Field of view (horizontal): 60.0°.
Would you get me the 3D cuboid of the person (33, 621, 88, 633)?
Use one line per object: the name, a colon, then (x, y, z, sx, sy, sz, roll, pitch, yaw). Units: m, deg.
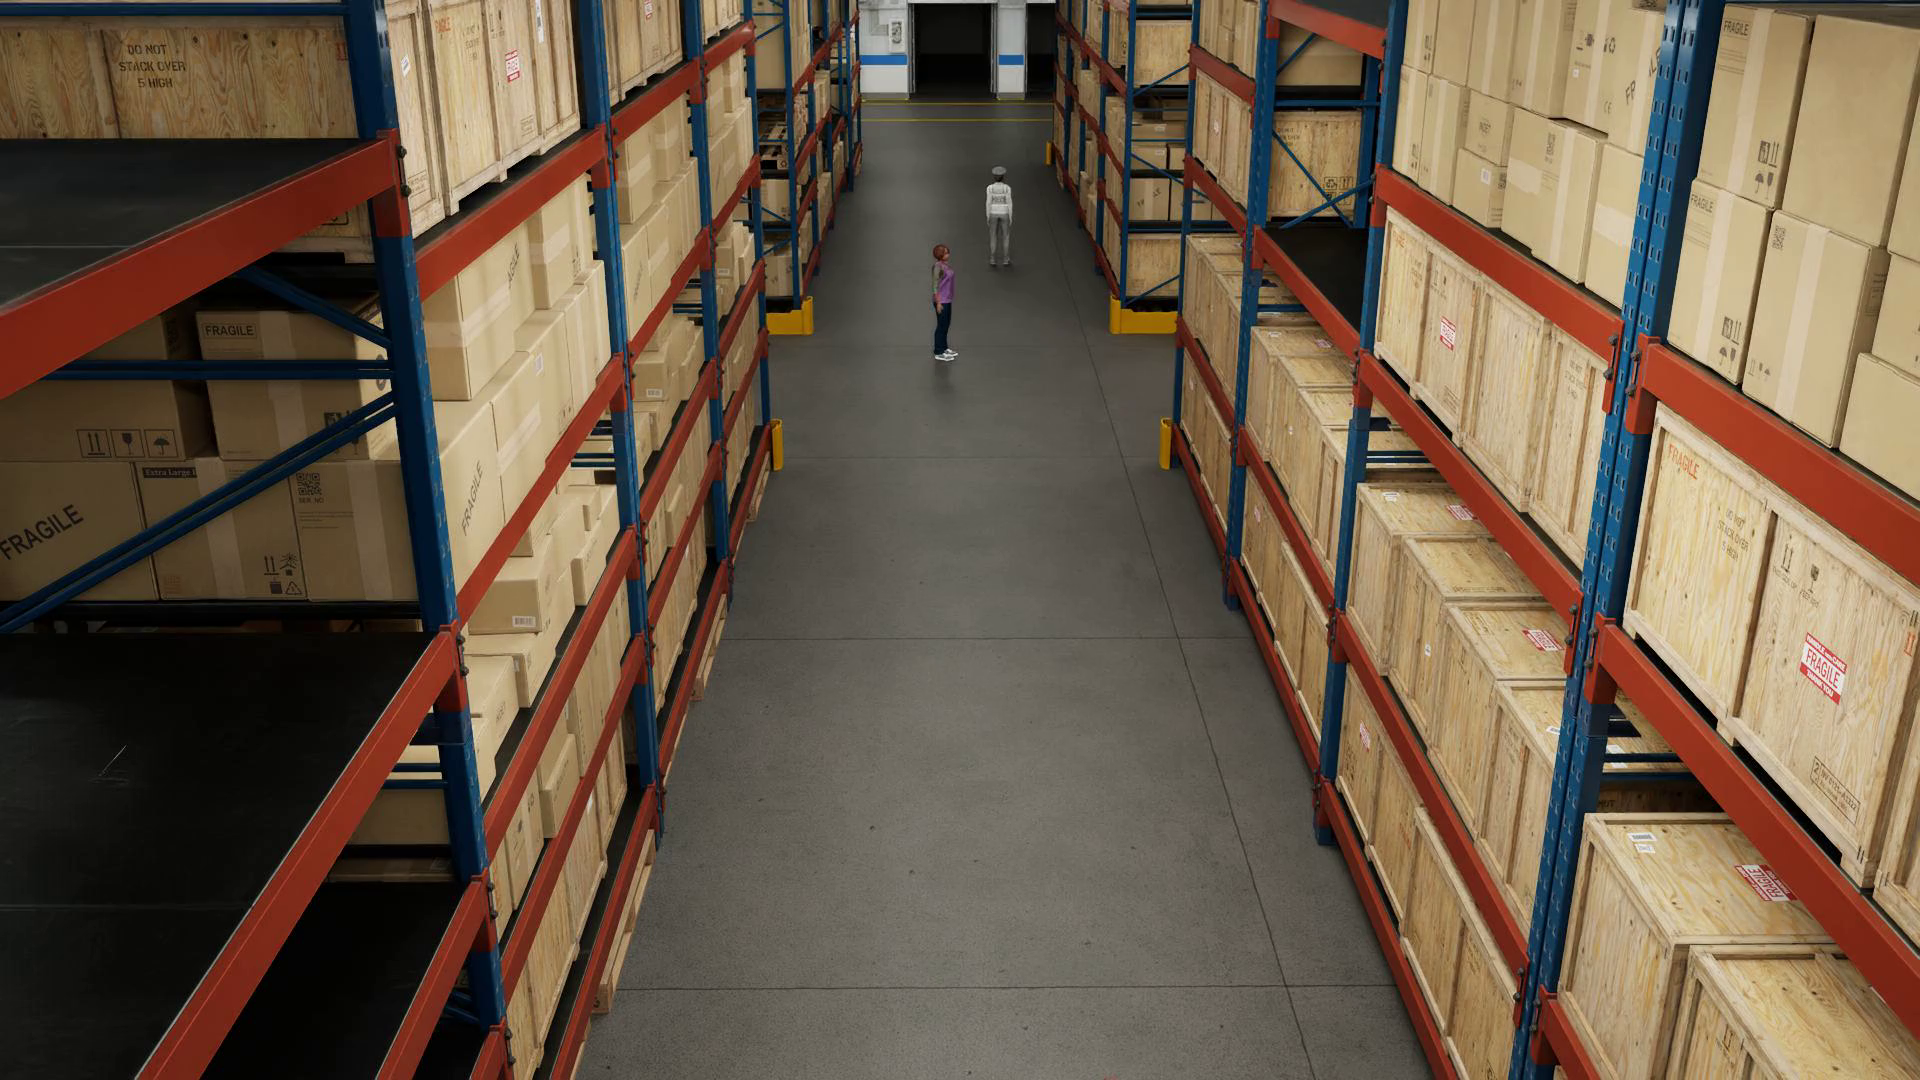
person: (-7.421, 0.342, 13.621, 0.628, 1.755, 0.800, -9, 23, -23)

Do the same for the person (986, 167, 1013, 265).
person: (0.685, -5.628, 28.893, 0.456, 1.693, 0.370, 2, 22, 4)

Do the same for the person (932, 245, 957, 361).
person: (-0.220, -3.313, 23.140, 0.331, 1.602, 0.410, 5, 22, 12)
